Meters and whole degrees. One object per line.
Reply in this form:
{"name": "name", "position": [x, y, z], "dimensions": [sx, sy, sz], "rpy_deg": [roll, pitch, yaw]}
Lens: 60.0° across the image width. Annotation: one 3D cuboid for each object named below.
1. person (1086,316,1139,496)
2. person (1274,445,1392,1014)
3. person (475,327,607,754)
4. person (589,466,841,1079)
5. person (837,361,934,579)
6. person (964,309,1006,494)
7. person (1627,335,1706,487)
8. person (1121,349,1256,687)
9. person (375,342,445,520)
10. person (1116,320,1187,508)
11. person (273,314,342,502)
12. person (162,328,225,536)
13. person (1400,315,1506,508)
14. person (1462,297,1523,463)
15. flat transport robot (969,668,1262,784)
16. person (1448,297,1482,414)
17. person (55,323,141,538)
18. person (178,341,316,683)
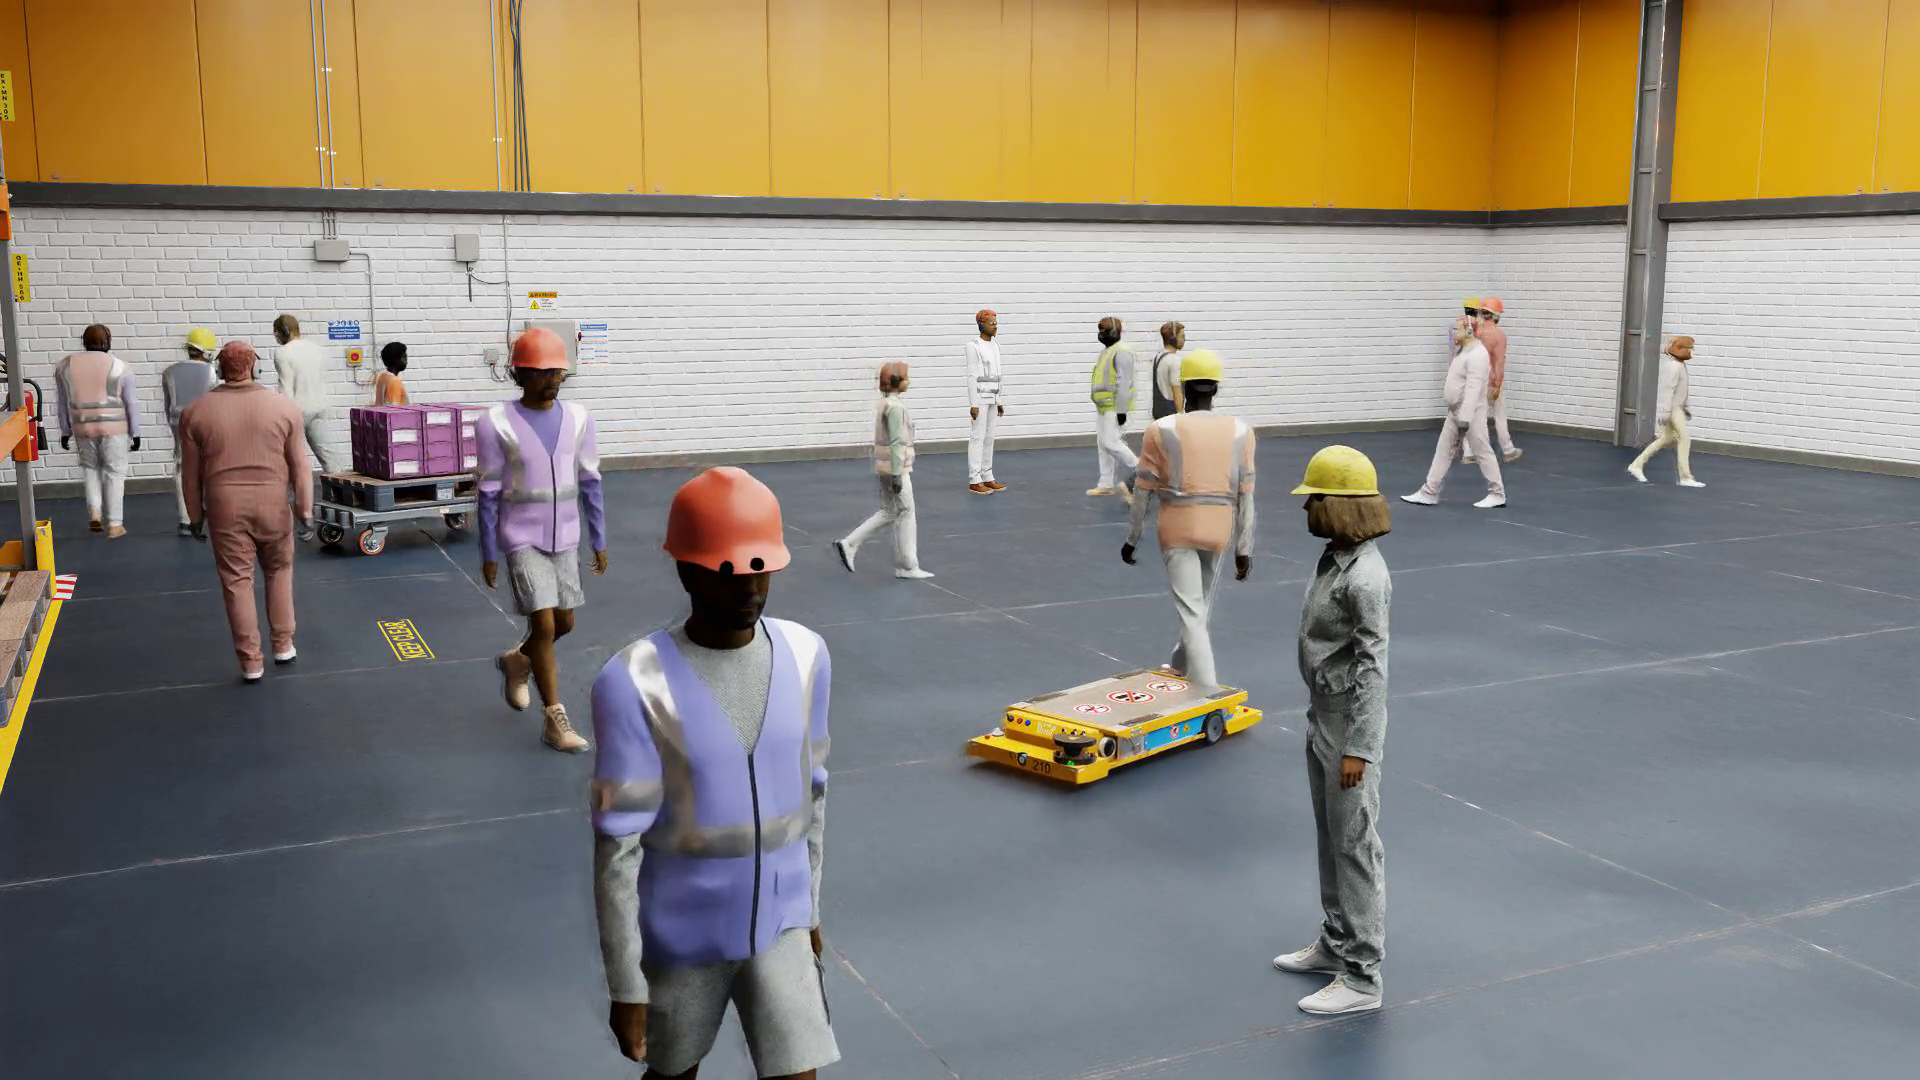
{"name": "person", "position": [1.584, -1.334, 16.740], "dimensions": [0.547, 1.833, 0.637], "rpy_deg": [-2, 9, -13]}
{"name": "person", "position": [1.154, 0.578, 5.120], "dimensions": [0.311, 1.743, 0.493], "rpy_deg": [0, 9, -1]}
{"name": "person", "position": [-2.060, -0.024, 8.044], "dimensions": [0.615, 2.015, 0.874], "rpy_deg": [-8, 12, -41]}
{"name": "person", "position": [-0.501, 0.779, 3.453], "dimensions": [0.566, 1.886, 1.010], "rpy_deg": [-6, 11, -32]}
{"name": "person", "position": [-0.549, -0.504, 12.218], "dimensions": [0.644, 1.622, 0.520], "rpy_deg": [-2, 9, -10]}
{"name": "person", "position": [0.265, -1.414, 17.048], "dimensions": [0.352, 1.883, 0.579], "rpy_deg": [5, 11, 29]}
{"name": "person", "position": [7.543, -1.379, 17.699], "dimensions": [0.763, 1.602, 0.501], "rpy_deg": [5, 10, 28]}
{"name": "person", "position": [1.179, -0.029, 8.478], "dimensions": [0.608, 1.875, 0.988], "rpy_deg": [-3, 9, -15]}
{"name": "person", "position": [-5.154, -0.966, 15.043], "dimensions": [0.922, 1.646, 0.537], "rpy_deg": [-6, 11, -34]}
{"name": "person", "position": [1.912, -1.156, 15.666], "dimensions": [0.847, 1.824, 0.521], "rpy_deg": [-1, 9, -6]}
{"name": "person", "position": [-6.192, -1.179, 15.609], "dimensions": [1.018, 1.871, 0.633], "rpy_deg": [3, 10, 19]}
{"name": "person", "position": [-6.607, -0.941, 14.459], "dimensions": [0.597, 1.775, 0.933], "rpy_deg": [-1, 9, -5]}
{"name": "person", "position": [4.809, -1.222, 15.943], "dimensions": [0.986, 1.852, 0.664], "rpy_deg": [0, 9, 0]}
{"name": "person", "position": [6.317, -1.887, 19.757], "dimensions": [0.864, 1.959, 0.619], "rpy_deg": [-7, 11, -36]}
{"name": "flat transport robot", "position": [0.771, 0.857, 7.940], "dimensions": [0.652, 0.197, 1.431], "rpy_deg": [9, 13, 43]}
{"name": "person", "position": [7.083, -2.427, 23.224], "dimensions": [0.388, 1.919, 0.584], "rpy_deg": [-8, 12, -39]}
{"name": "person", "position": [-7.317, -0.926, 14.185], "dimensions": [0.649, 1.828, 0.460], "rpy_deg": [-2, 9, -10]}
{"name": "person", "position": [-3.996, -0.175, 9.357], "dimensions": [0.675, 1.875, 0.792], "rpy_deg": [-4, 10, -22]}
